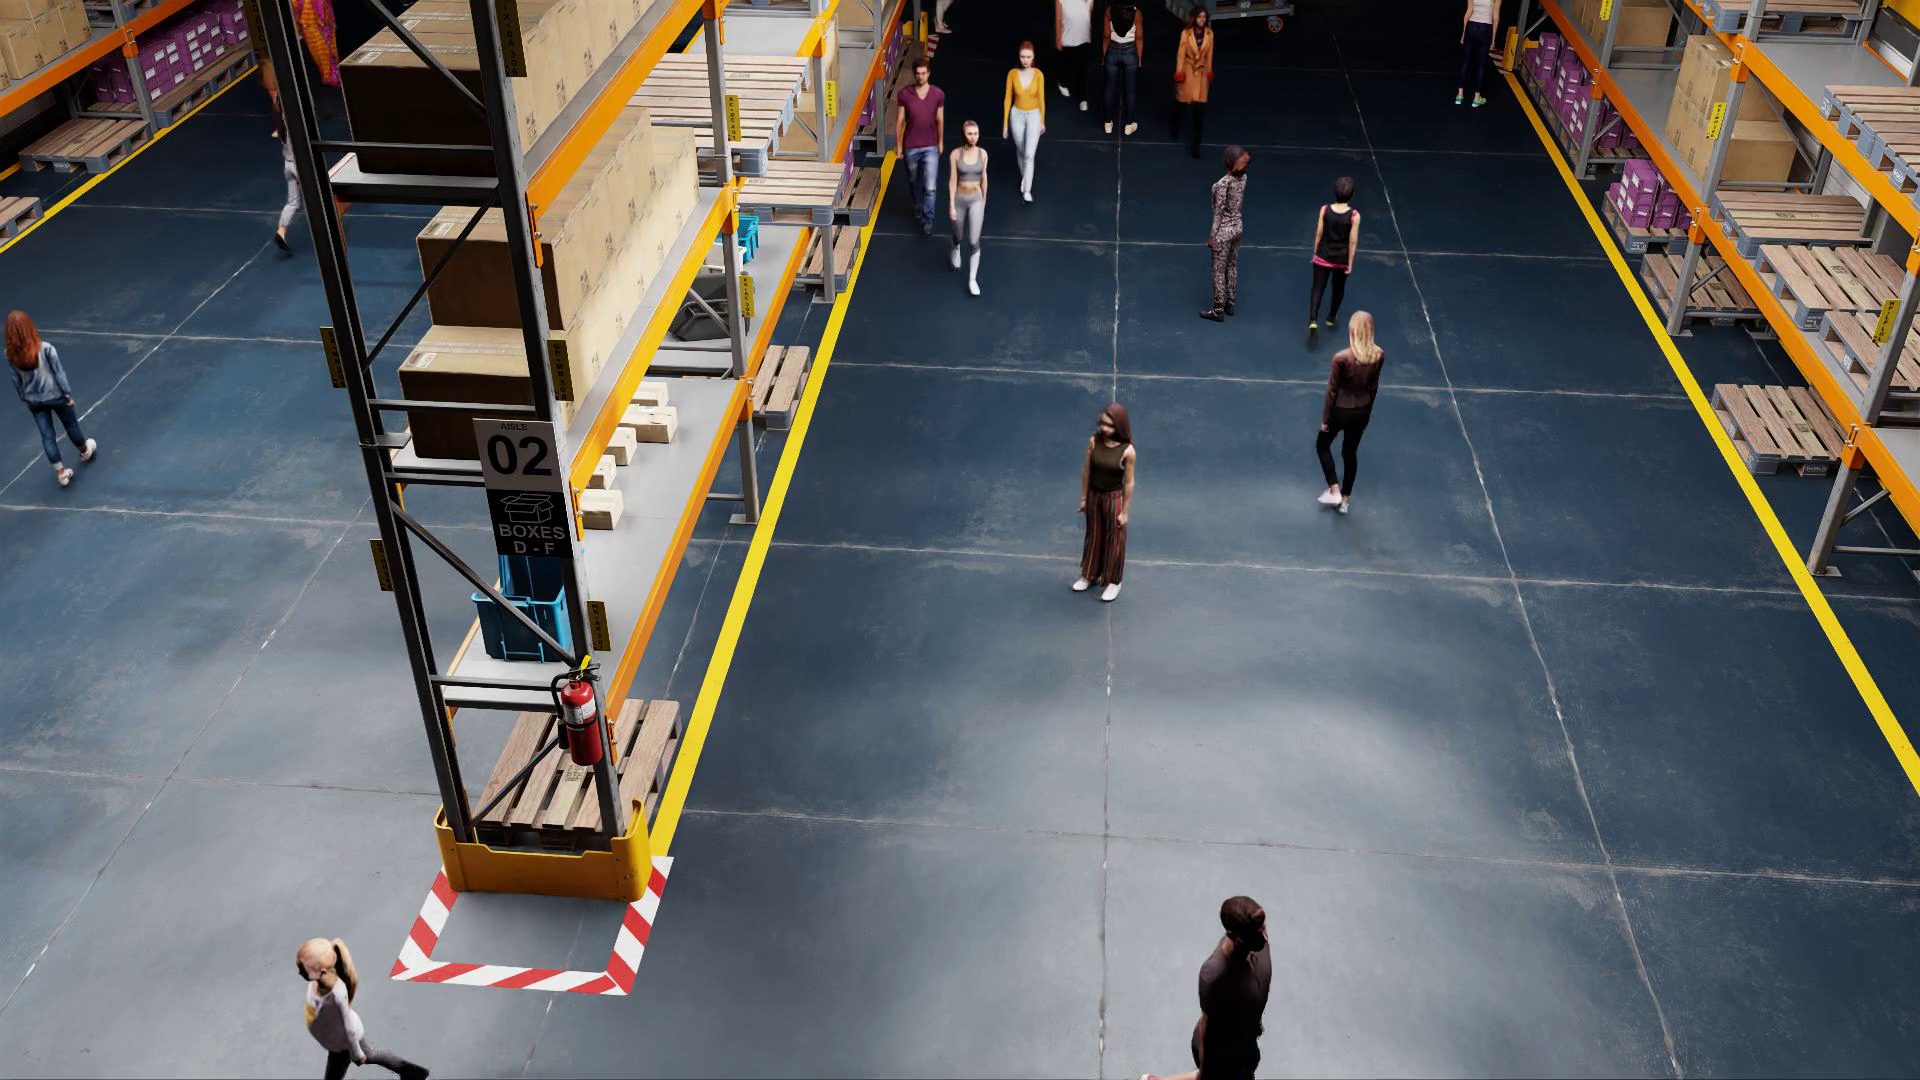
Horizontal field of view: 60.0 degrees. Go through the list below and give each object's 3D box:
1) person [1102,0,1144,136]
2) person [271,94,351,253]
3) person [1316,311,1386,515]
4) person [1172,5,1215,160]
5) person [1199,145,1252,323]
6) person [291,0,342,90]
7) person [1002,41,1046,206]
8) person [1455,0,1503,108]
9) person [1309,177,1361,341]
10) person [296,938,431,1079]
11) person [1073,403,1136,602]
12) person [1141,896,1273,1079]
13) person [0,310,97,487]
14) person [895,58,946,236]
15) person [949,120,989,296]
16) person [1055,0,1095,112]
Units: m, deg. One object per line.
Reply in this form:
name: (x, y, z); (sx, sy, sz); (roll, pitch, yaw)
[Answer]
person: (1.937, -5.778, 19.918); (0.688, 1.808, 0.658); (9, 35, 13)
person: (-6.802, -3.722, 16.975); (0.993, 1.641, 1.187); (22, 39, 29)
person: (3.005, -0.920, 12.715); (0.706, 1.690, 0.697); (-11, 35, -16)
person: (2.682, -5.375, 19.423); (0.814, 1.684, 1.193); (-3, 34, -4)
person: (2.510, -2.894, 15.664); (0.742, 1.714, 0.670); (28, 43, 35)
person: (-8.276, -6.685, 21.425); (0.791, 1.649, 0.969); (-6, 34, -9)
person: (0.711, -4.593, 18.220); (0.603, 1.713, 1.078); (3, 34, 4)
person: (6.479, -6.304, 20.805); (0.681, 1.701, 0.693); (21, 39, 28)
person: (3.429, -2.588, 15.373); (0.726, 1.527, 1.053); (12, 35, 17)
person: (-2.954, 2.391, 8.119); (0.897, 1.263, 0.895); (-20, 38, -27)
person: (1.053, -0.291, 11.885); (0.634, 1.562, 0.658); (21, 39, 28)
person: (1.181, 2.292, 7.757); (0.975, 1.829, 1.003); (21, 39, 28)
person: (-7.280, -1.103, 13.198); (0.721, 1.461, 0.904); (-5, 34, -7)
person: (-0.423, -4.172, 17.508); (0.693, 1.800, 1.178); (1, 34, 2)
person: (0.049, -3.303, 16.308); (0.719, 1.683, 1.089); (-5, 34, -8)
person: (1.412, -6.279, 20.809); (0.862, 1.656, 1.149); (-7, 34, -11)
